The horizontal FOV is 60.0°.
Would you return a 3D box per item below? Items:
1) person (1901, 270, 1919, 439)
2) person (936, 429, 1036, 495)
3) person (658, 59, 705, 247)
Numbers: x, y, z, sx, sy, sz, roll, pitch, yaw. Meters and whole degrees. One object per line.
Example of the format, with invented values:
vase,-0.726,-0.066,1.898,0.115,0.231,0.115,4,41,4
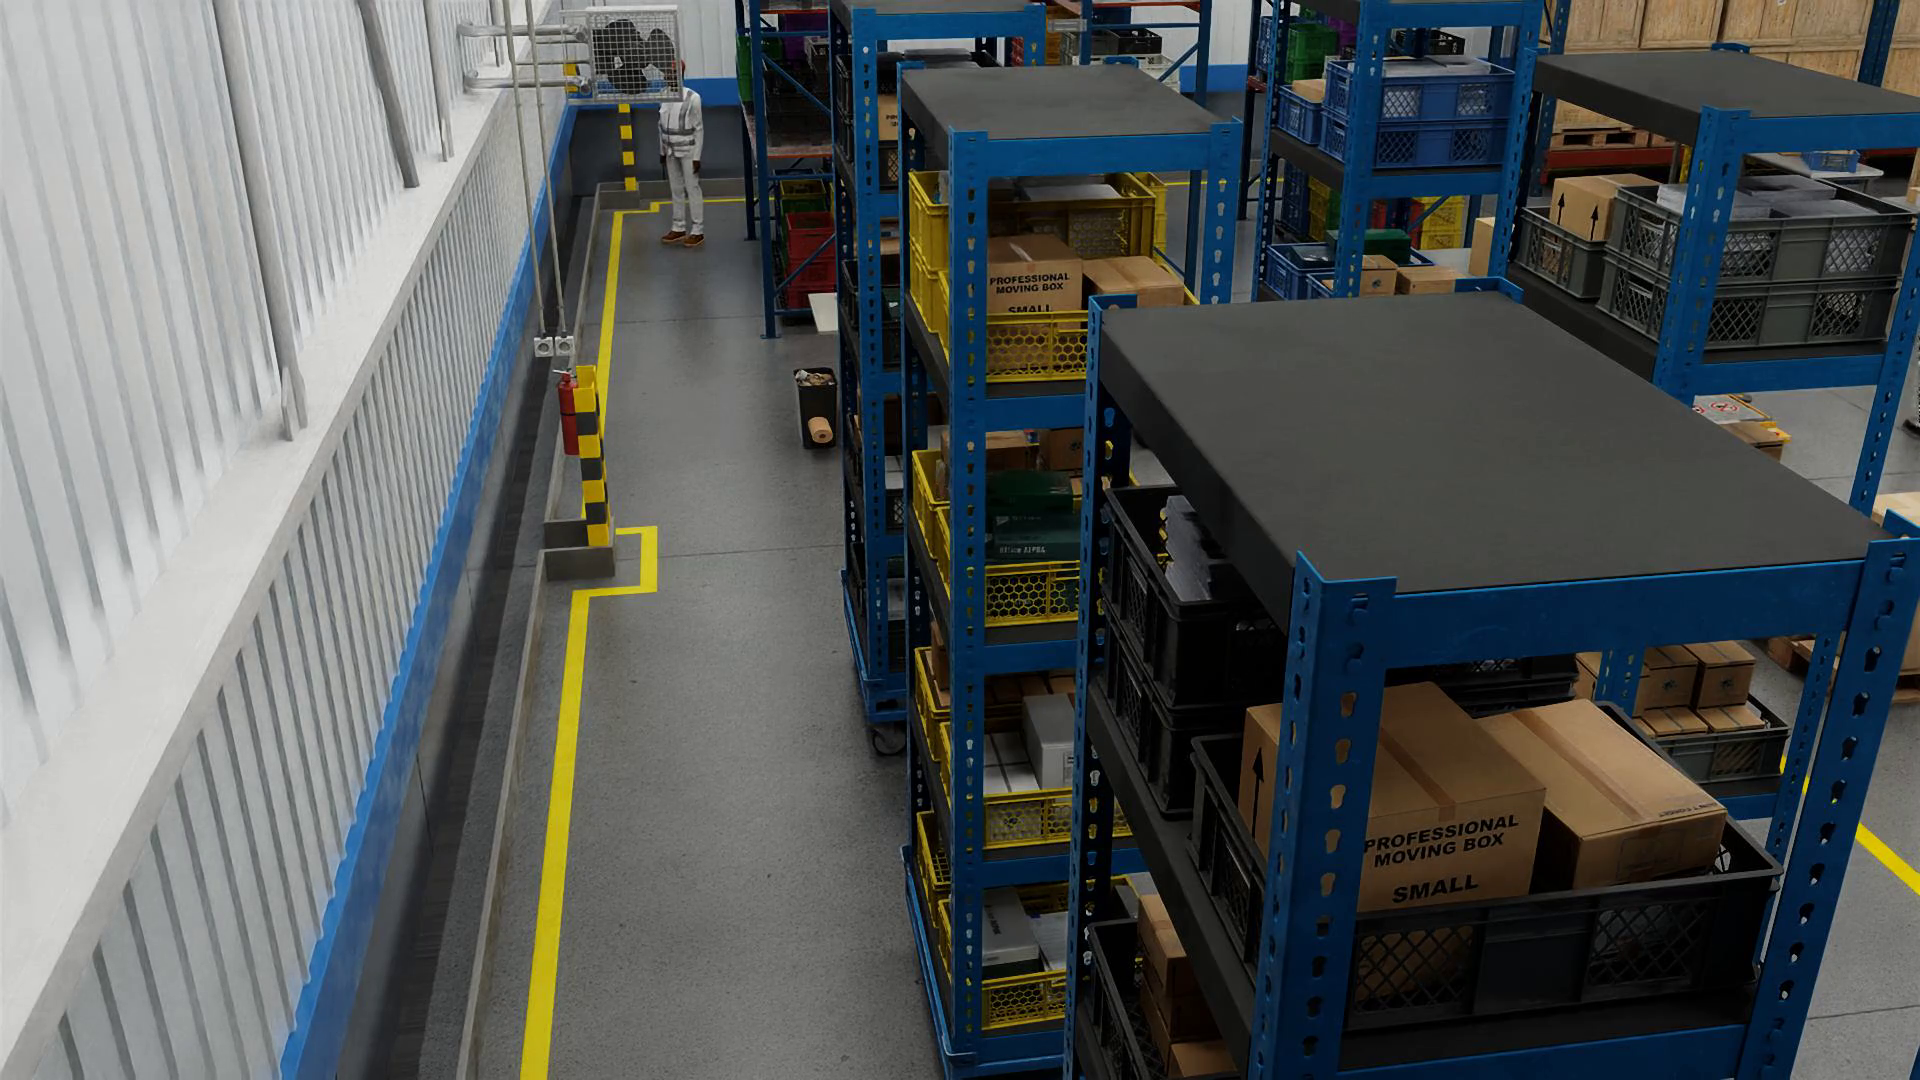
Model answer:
person,7.115,-1.621,11.972,0.591,1.810,0.463,7,26,14
person,0.172,0.270,7.678,0.676,1.962,0.508,12,27,24
person,-2.844,-3.934,16.904,0.574,1.882,0.356,17,30,33
